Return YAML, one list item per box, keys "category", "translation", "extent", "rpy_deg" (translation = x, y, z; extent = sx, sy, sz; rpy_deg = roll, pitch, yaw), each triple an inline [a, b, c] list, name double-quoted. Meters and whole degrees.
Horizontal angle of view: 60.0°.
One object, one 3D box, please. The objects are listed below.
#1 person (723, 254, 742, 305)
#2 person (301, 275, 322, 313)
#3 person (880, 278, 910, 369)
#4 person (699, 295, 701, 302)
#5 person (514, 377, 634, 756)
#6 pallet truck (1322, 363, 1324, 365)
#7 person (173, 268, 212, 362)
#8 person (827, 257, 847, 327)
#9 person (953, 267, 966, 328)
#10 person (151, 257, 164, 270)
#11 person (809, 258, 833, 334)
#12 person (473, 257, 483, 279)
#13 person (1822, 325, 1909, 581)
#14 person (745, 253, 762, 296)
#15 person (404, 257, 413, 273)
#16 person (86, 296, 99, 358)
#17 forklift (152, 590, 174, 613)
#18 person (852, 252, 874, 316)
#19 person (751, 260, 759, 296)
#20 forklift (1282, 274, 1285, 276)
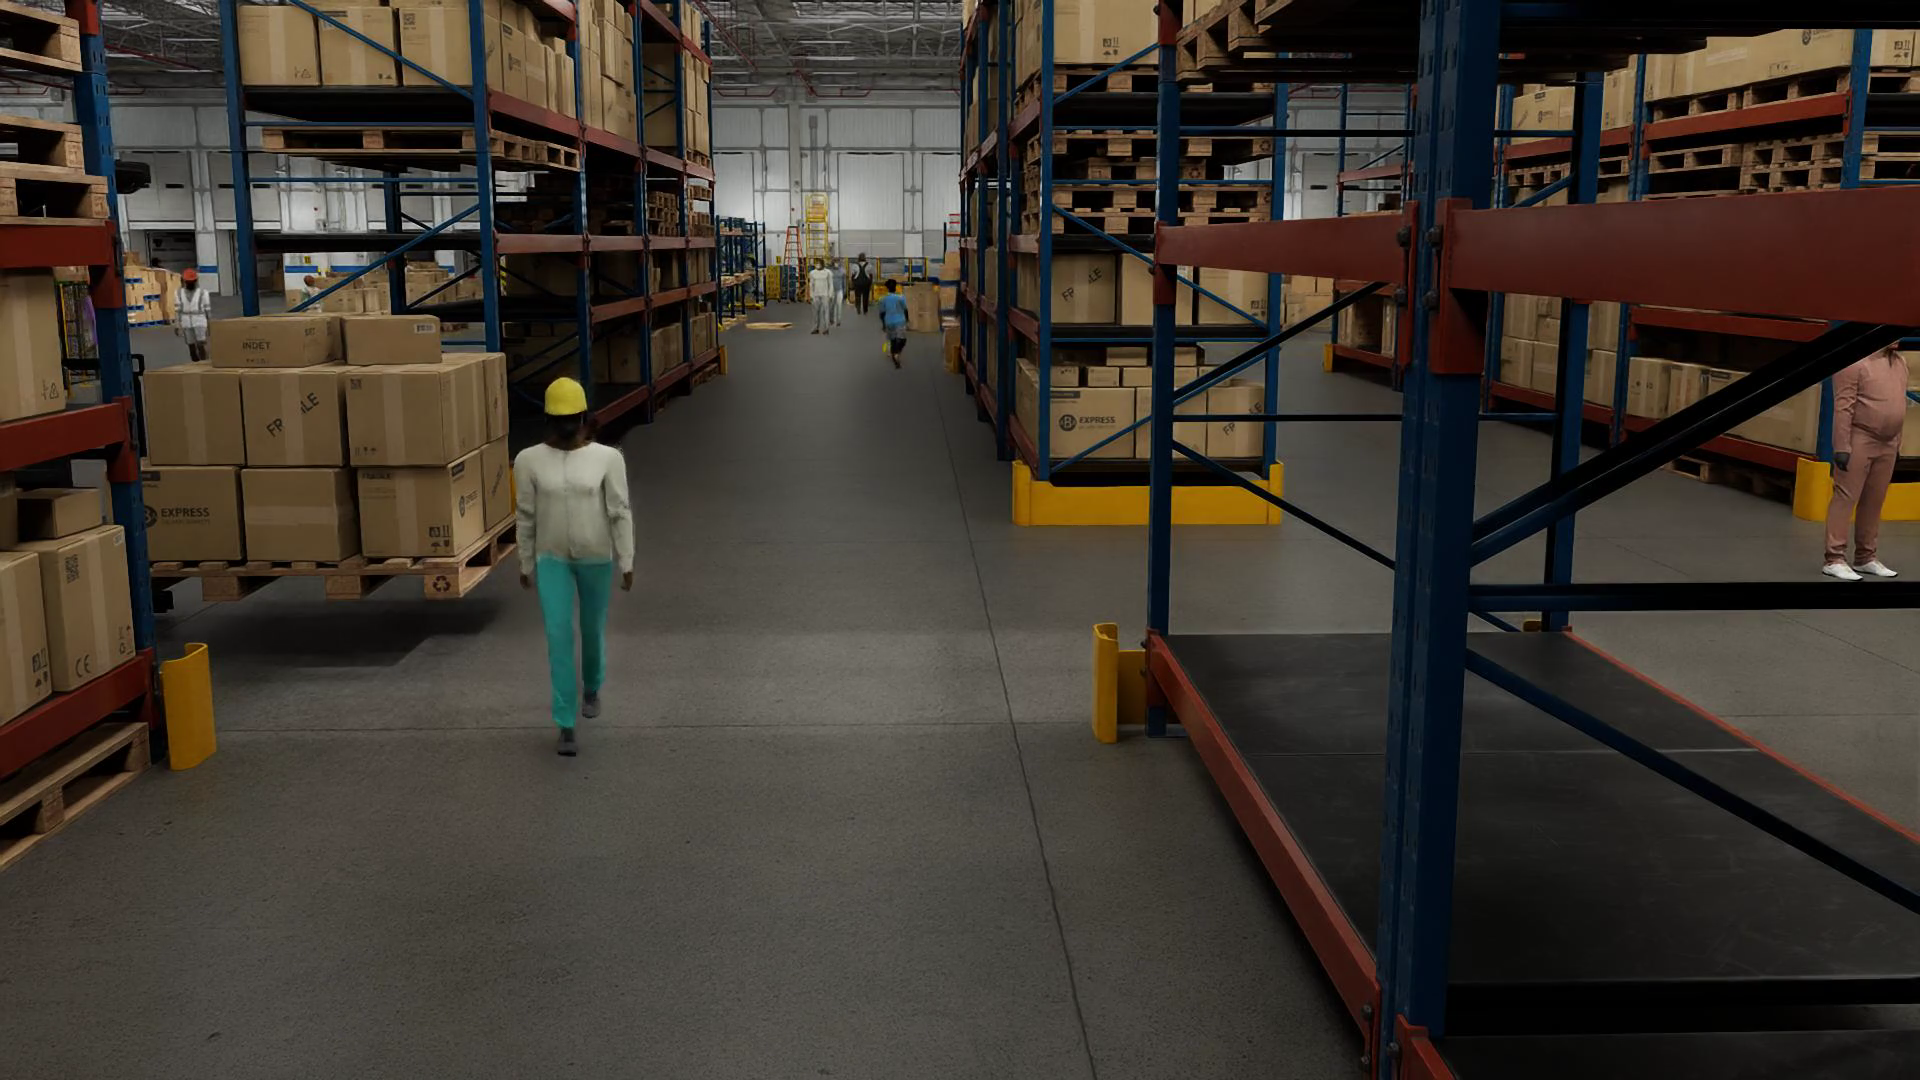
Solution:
- category: "person"
  translation: [-8.332, -9.659, 61.682]
  extent: [0.922, 1.899, 0.622]
  rpy_deg: [-5, 11, -24]
- category: "person"
  translation: [-13.696, -4.772, 35.170]
  extent: [0.315, 1.636, 0.515]
  rpy_deg: [5, 11, 26]
- category: "person"
  translation: [-1.207, -3.973, 30.601]
  extent: [0.596, 1.668, 0.450]
  rpy_deg: [4, 11, 19]
- category: "person"
  translation: [-5.778, -4.851, 35.039]
  extent: [0.602, 1.835, 0.946]
  rpy_deg: [-4, 11, -20]
- category: "person"
  translation: [-1.825, 0.079, 7.908]
  extent: [0.536, 1.722, 0.898]
  rpy_deg: [-2, 10, -12]
- category: "pallet truck"
  translation: [7.712, -4.157, 30.737]
  extent: [1.885, 1.965, 0.823]
  rpy_deg: [3, 11, 16]
- category: "person"
  translation: [-12.878, -3.593, 27.882]
  extent: [0.554, 1.896, 0.922]
  rpy_deg: [-2, 10, -10]
- category: "person"
  translation: [-3.446, -6.890, 46.176]
  extent: [0.634, 1.921, 0.629]
  rpy_deg: [-1, 10, -7]
- category: "person"
  translation: [0.155, -4.361, 31.934]
  extent: [0.476, 1.970, 0.664]
  rpy_deg: [-6, 12, -28]
- category: "person"
  translation: [-23.676, -7.413, 49.135]
  extent: [0.627, 1.906, 0.603]
  rpy_deg: [2, 10, 11]
- category: "person"
  translation: [-3.525, -6.196, 42.270]
  extent: [0.629, 1.936, 0.372]
  rpy_deg: [3, 11, 17]
- category: "person"
  translation: [-17.020, -9.102, 58.758]
  extent: [0.539, 1.826, 0.660]
  rpy_deg: [1, 10, 6]
- category: "person"
  translation: [6.339, -0.665, 11.574]
  extent: [0.642, 1.900, 0.400]
  rpy_deg: [-4, 11, -23]
- category: "person"
  translation: [-7.807, -9.911, 63.069]
  extent: [0.770, 1.893, 0.583]
  rpy_deg: [7, 12, 34]
- category: "person"
  translation: [-17.688, -8.126, 53.208]
  extent: [0.516, 1.871, 0.325]
  rpy_deg: [5, 12, 28]
- category: "person"
  translation: [-12.341, -2.942, 24.178]
  extent: [0.586, 1.919, 0.548]
  rpy_deg: [-1, 10, -3]
- category: "forklift"
  translation: [-5.858, -0.811, 9.639]
  extent: [1.873, 2.768, 1.129]
  rpy_deg: [-1, 10, -3]
- category: "person"
  translation: [-3.088, -8.155, 52.892]
  extent: [0.688, 2.000, 0.539]
  rpy_deg: [0, 10, -2]
- category: "person"
  translation: [-7.622, -9.513, 61.439]
  extent: [0.515, 1.682, 0.551]
  rpy_deg: [-1, 10, -4]
- category: "forklift"
  translation: [12.135, -10.836, 65.485]
  extent: [1.129, 2.768, 1.873]
  rpy_deg: [0, 10, -2]
